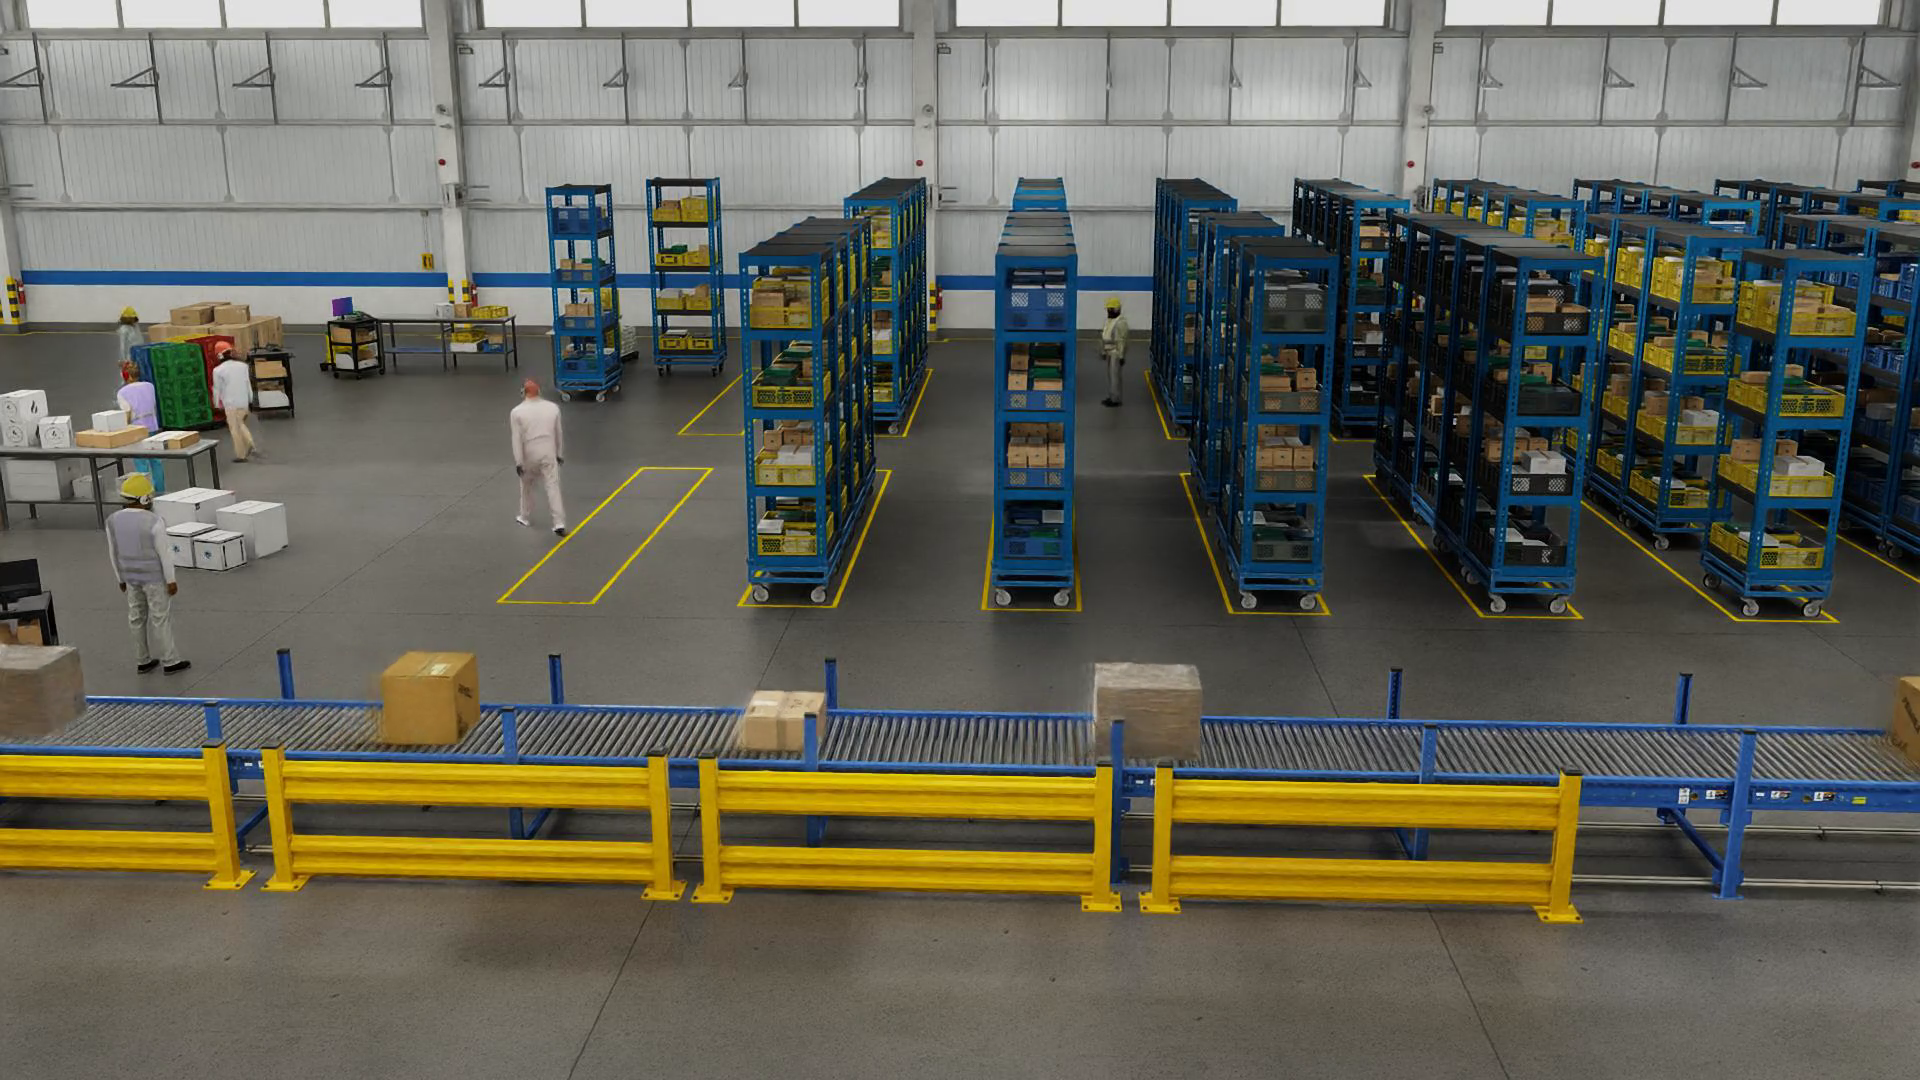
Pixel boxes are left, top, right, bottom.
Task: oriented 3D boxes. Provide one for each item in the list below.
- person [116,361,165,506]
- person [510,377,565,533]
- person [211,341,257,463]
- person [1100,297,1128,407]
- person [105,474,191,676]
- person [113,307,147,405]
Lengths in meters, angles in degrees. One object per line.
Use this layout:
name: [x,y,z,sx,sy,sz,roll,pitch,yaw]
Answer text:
person: [-10.353,-1.345,21.032,0.395,1.847,0.564,5,16,16]
person: [-5.019,-1.012,19.811,0.652,1.851,1.046,-9,18,-31]
person: [-10.272,-1.942,23.478,0.437,1.730,0.563,6,16,23]
person: [2.571,-3.141,27.734,0.404,1.829,0.600,-5,16,-18]
person: [-7.279,0.315,14.895,0.588,1.835,0.404,4,15,13]
person: [-13.726,-3.022,27.531,0.863,1.703,0.486,0,15,0]
